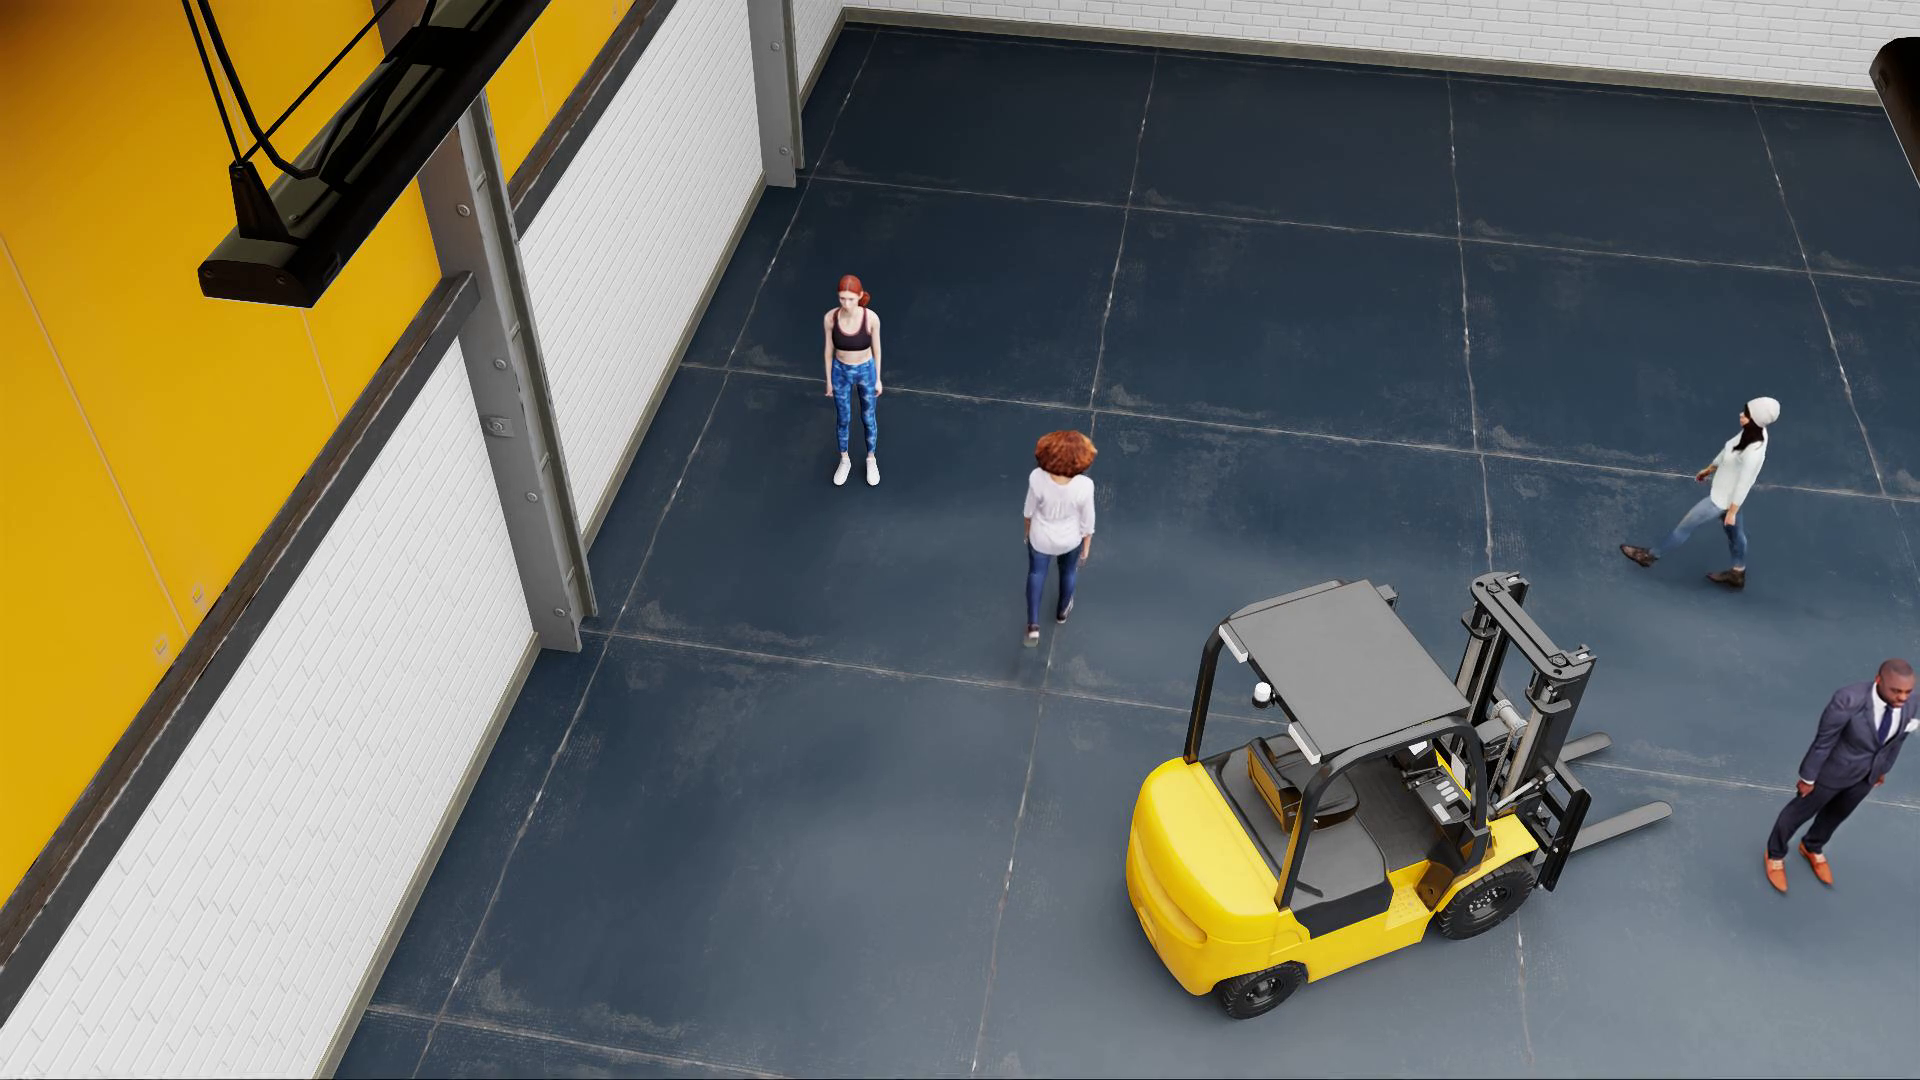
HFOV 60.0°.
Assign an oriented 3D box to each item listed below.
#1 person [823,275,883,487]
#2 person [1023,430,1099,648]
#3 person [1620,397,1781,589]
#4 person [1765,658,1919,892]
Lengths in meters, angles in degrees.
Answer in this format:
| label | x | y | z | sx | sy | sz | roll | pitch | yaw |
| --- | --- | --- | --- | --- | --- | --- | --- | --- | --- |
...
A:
| label | x | y | z | sx | sy | sz | roll | pitch | yaw |
| --- | --- | --- | --- | --- | --- | --- | --- | --- | --- |
| person | -0.765 | -1.151 | 12.042 | 0.607 | 1.785 | 0.624 | 0 | 44 | 0 |
| person | 0.610 | 0.017 | 10.884 | 0.636 | 1.691 | 0.902 | 8 | 44 | 9 |
| person | 5.283 | -0.292 | 11.278 | 0.842 | 1.597 | 1.090 | 19 | 47 | 18 |
| person | 5.014 | 1.296 | 9.448 | 0.761 | 1.820 | 0.721 | -5 | 44 | -5 |
